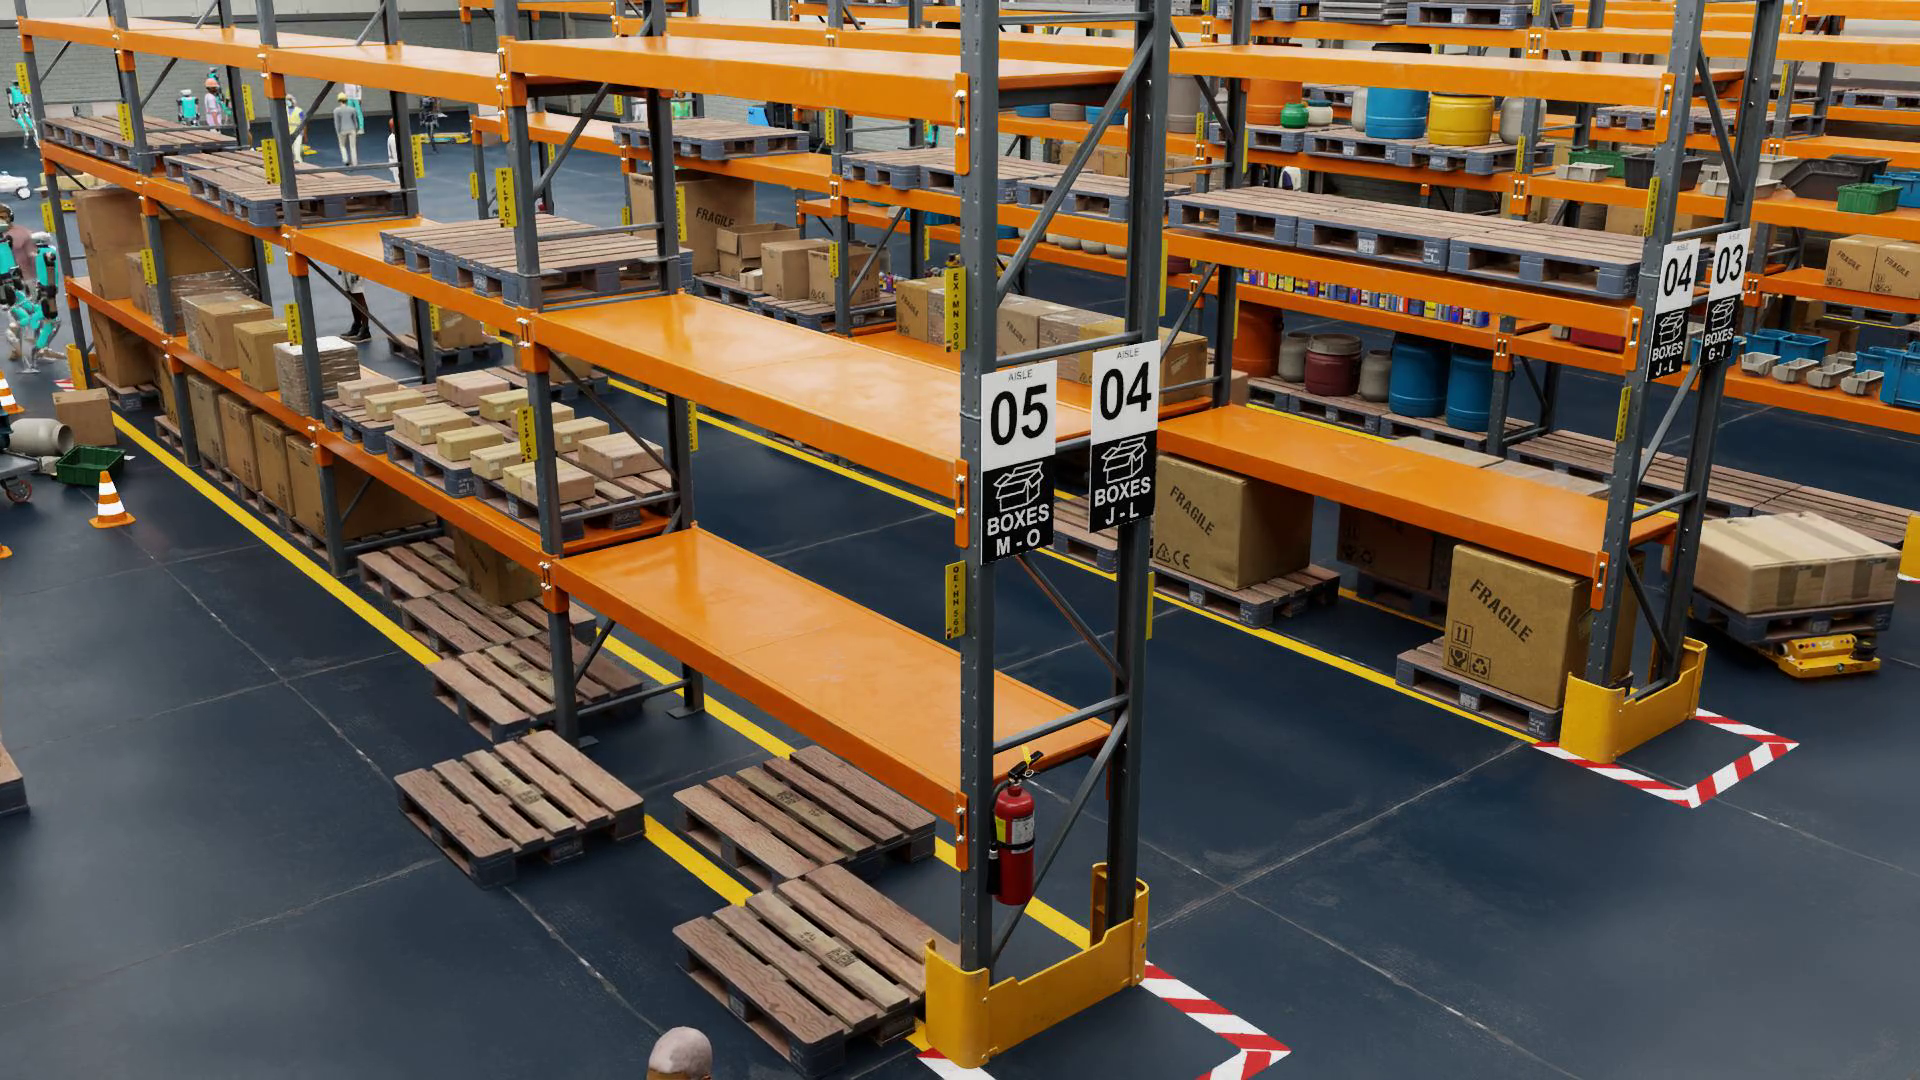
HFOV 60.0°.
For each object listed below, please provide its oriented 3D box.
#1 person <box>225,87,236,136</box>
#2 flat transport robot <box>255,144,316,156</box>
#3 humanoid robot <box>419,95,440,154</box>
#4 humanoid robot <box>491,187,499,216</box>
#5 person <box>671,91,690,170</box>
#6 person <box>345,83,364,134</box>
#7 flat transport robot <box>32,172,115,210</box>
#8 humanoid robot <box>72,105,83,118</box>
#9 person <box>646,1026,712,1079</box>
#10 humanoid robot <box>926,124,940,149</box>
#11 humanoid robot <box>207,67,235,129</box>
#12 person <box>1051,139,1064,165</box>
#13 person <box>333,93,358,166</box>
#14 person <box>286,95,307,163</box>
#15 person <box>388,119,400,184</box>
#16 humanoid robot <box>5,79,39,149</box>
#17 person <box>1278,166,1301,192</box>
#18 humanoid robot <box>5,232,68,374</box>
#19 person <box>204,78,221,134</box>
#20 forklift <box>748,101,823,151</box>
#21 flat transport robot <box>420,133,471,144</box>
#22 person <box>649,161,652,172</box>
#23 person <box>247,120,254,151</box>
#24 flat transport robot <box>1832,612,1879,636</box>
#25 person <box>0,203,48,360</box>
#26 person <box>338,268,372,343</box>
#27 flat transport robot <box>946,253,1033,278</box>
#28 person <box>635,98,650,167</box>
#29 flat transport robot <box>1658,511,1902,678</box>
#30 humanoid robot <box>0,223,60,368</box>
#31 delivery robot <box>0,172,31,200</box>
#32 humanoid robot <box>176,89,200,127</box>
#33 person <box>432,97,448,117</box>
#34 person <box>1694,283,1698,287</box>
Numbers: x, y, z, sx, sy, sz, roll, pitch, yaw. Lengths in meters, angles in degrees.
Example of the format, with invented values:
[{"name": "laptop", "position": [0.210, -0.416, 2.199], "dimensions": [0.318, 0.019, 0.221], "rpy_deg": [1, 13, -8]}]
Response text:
[{"name": "person", "position": [-19.856, -11.909, 45.722], "dimensions": [0.792, 1.660, 0.523], "rpy_deg": [11, 22, 29]}, {"name": "flat transport robot", "position": [-16.957, -9.732, 41.633], "dimensions": [1.431, 0.231, 0.659], "rpy_deg": [-15, 24, -36]}, {"name": "humanoid robot", "position": [-13.373, -10.566, 41.894], "dimensions": [0.616, 1.640, 0.483], "rpy_deg": [8, 21, 22]}, {"name": "humanoid robot", "position": [-6.600, -4.286, 24.066], "dimensions": [0.755, 1.625, 0.587], "rpy_deg": [-7, 21, -19]}, {"name": "person", "position": [-6.397, -9.429, 38.199], "dimensions": [0.483, 1.978, 0.411], "rpy_deg": [-14, 24, -35]}, {"name": "person", "position": [-17.031, -12.387, 46.714], "dimensions": [0.488, 1.914, 0.378], "rpy_deg": [5, 20, 14]}, {"name": "flat transport robot", "position": [-17.574, -6.728, 33.083], "dimensions": [0.659, 0.231, 1.431], "rpy_deg": [-2, 19, -6]}, {"name": "humanoid robot", "position": [-19.687, -8.920, 37.264], "dimensions": [0.601, 1.624, 0.774], "rpy_deg": [2, 20, 7]}, {"name": "person", "position": [-0.792, 2.278, 5.061], "dimensions": [0.534, 1.856, 0.404], "rpy_deg": [8, 21, 22]}, {"name": "humanoid robot", "position": [-0.794, -7.812, 34.119], "dimensions": [0.809, 1.883, 0.545], "rpy_deg": [-1, 19, -3]}, {"name": "humanoid robot", "position": [-21.202, -12.659, 47.922], "dimensions": [0.548, 1.898, 0.716], "rpy_deg": [16, 25, 38]}, {"name": "person", "position": [1.744, -6.889, 31.289], "dimensions": [0.407, 1.761, 0.530], "rpy_deg": [0, 19, -1]}, {"name": "person", "position": [-14.388, -9.589, 39.000], "dimensions": [0.534, 1.750, 0.557], "rpy_deg": [-11, 22, -29]}, {"name": "person", "position": [-14.976, -9.052, 37.343], "dimensions": [0.536, 1.840, 1.022], "rpy_deg": [2, 19, 5]}, {"name": "person", "position": [-10.577, -6.990, 31.396], "dimensions": [0.344, 1.880, 0.584], "rpy_deg": [-6, 20, -17]}, {"name": "humanoid robot", "position": [-24.121, -10.927, 42.977], "dimensions": [0.857, 1.865, 0.537], "rpy_deg": [12, 23, 31]}, {"name": "person", "position": [5.371, -5.480, 27.163], "dimensions": [0.397, 1.839, 0.563], "rpy_deg": [9, 21, 25]}, {"name": "humanoid robot", "position": [-10.842, -2.703, 19.472], "dimensions": [1.058, 1.747, 0.561], "rpy_deg": [-13, 23, -33]}, {"name": "person", "position": [-17.612, -9.876, 39.373], "dimensions": [0.394, 2.043, 0.607], "rpy_deg": [-10, 22, -27]}, {"name": "forklift", "position": [-4.526, -11.368, 42.374], "dimensions": [1.129, 2.768, 1.873], "rpy_deg": [-15, 24, -37]}, {"name": "flat transport robot", "position": [-13.896, -10.774, 44.600], "dimensions": [1.431, 0.231, 0.659], "rpy_deg": [-2, 19, -6]}, {"name": "person", "position": [-6.035, -7.554, 33.211], "dimensions": [0.338, 1.742, 0.473], "rpy_deg": [8, 21, 21]}, {"name": "person", "position": [-18.175, -10.745, 42.134], "dimensions": [0.392, 1.848, 0.779], "rpy_deg": [-1, 19, -2]}, {"name": "flat transport robot", "position": [6.593, 0.378, 12.859], "dimensions": [0.659, 0.231, 1.431], "rpy_deg": [5, 20, 15]}, {"name": "person", "position": [-11.619, -3.174, 20.476], "dimensions": [0.622, 1.931, 0.374], "rpy_deg": [-4, 20, -10]}, {"name": "person", "position": [-7.874, -3.529, 21.435], "dimensions": [0.373, 1.957, 0.600], "rpy_deg": [-14, 24, -34]}, {"name": "flat transport robot", "position": [0.456, -4.363, 26.355], "dimensions": [0.659, 0.231, 1.431], "rpy_deg": [-14, 24, -34]}, {"name": "person", "position": [-7.420, -9.805, 39.473], "dimensions": [0.593, 1.844, 0.969], "rpy_deg": [-3, 20, -8]}, {"name": "flat transport robot", "position": [5.921, 0.629, 12.145], "dimensions": [0.659, 0.231, 1.431], "rpy_deg": [-5, 20, -13]}, {"name": "humanoid robot", "position": [-11.272, -2.948, 20.110], "dimensions": [0.779, 1.765, 0.530], "rpy_deg": [0, 19, 0]}, {"name": "delivery robot", "position": [-19.529, -7.247, 34.153], "dimensions": [0.814, 0.611, 0.499], "rpy_deg": [-15, 24, -36]}, {"name": "humanoid robot", "position": [-18.498, -9.888, 39.748], "dimensions": [0.702, 1.727, 0.539], "rpy_deg": [14, 24, 34]}, {"name": "person", "position": [-16.266, -14.093, 51.621], "dimensions": [0.503, 1.878, 0.398], "rpy_deg": [18, 26, 41]}, {"name": "person", "position": [10.011, -3.854, 22.755], "dimensions": [0.533, 1.681, 0.547], "rpy_deg": [-14, 24, -35]}]
